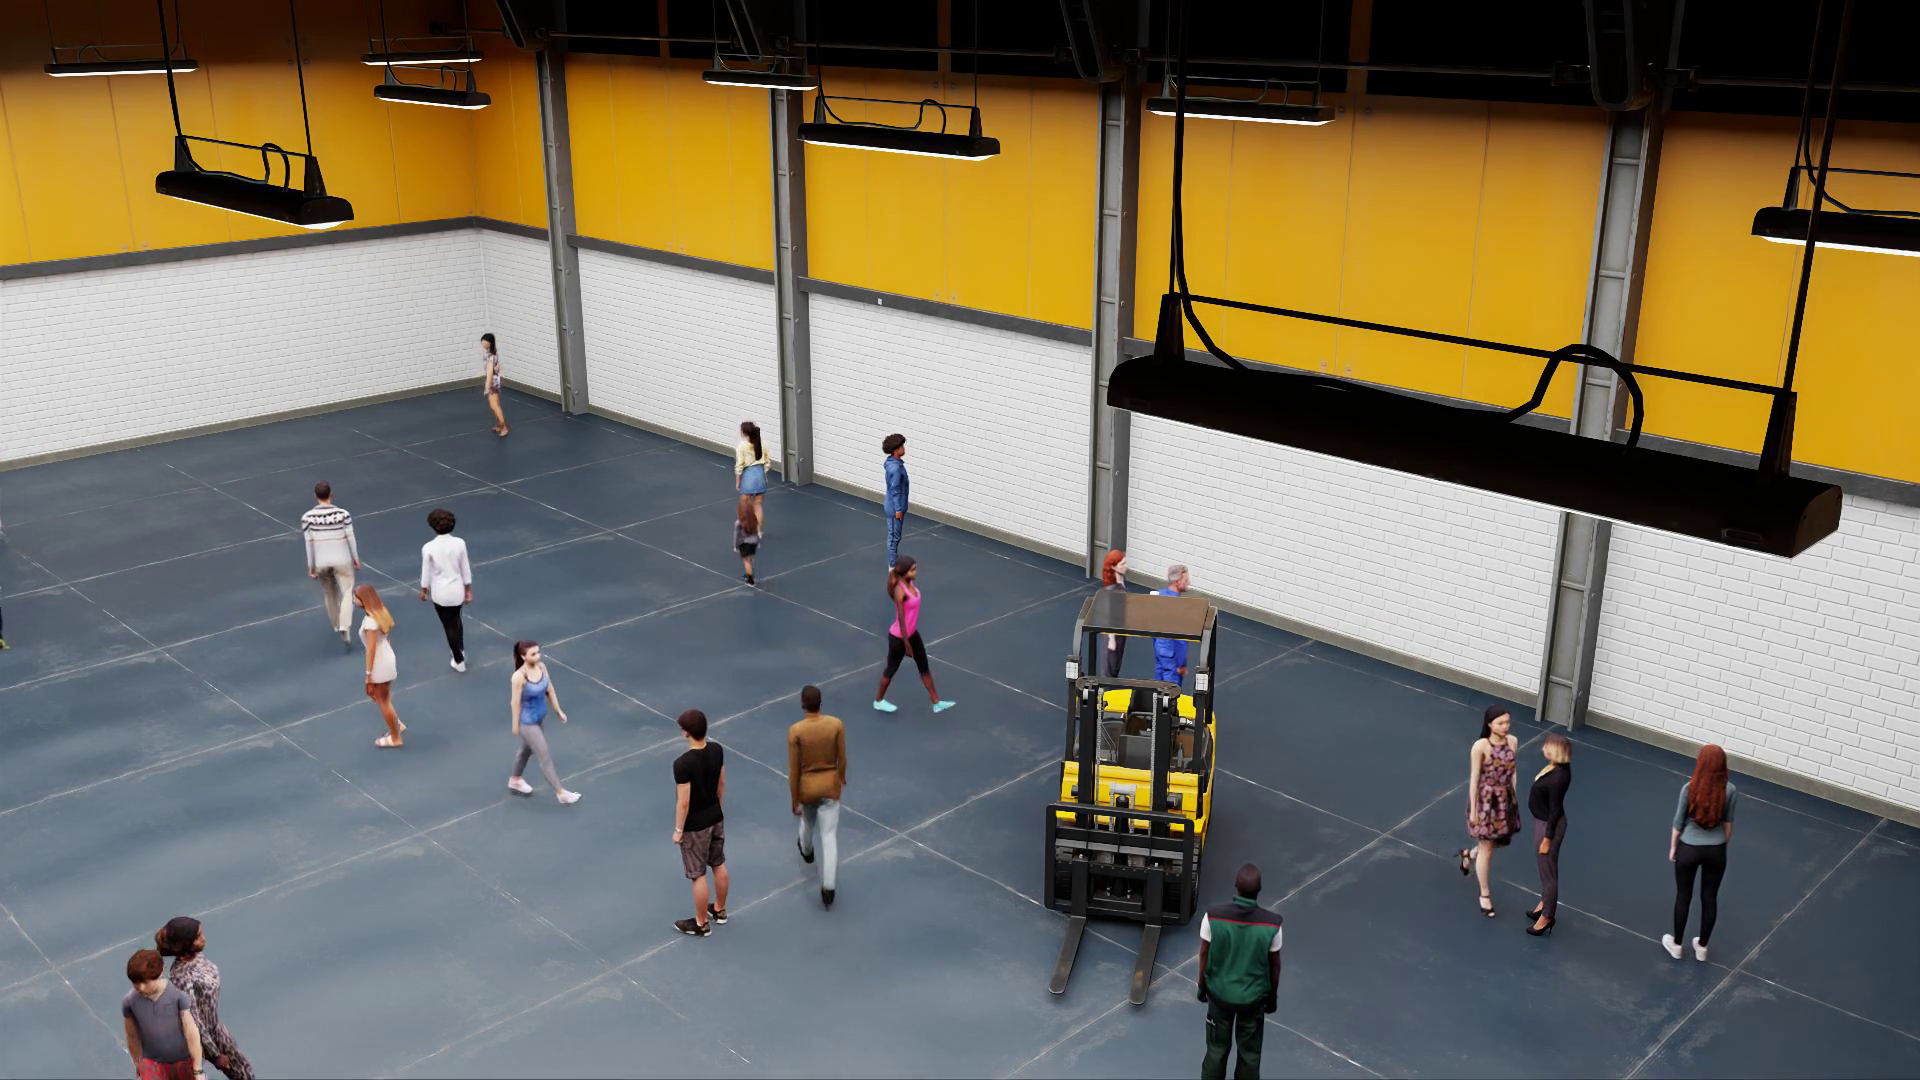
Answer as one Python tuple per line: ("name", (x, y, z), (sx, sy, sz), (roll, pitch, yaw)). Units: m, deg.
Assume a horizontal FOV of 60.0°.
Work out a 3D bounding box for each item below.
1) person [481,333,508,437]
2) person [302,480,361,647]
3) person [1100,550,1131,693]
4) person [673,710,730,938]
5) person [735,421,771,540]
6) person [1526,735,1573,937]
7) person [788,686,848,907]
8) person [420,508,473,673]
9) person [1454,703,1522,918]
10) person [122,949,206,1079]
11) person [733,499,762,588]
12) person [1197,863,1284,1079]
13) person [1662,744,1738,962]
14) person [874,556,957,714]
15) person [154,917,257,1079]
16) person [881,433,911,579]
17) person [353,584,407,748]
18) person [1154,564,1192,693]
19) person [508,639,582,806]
("person", (-7.614, -2.565, 27.153), (0.862, 1.716, 0.705), (0, 19, 0))
("person", (-6.991, 0.269, 18.547), (1.084, 1.836, 1.237), (-4, 19, -11))
("person", (1.542, 0.946, 16.628), (0.629, 1.779, 0.646), (7, 20, 21))
("person", (-1.998, 2.172, 12.863), (0.644, 1.858, 0.713), (12, 22, 33))
("person", (-2.753, -0.800, 22.057), (0.711, 1.622, 0.634), (-8, 20, -22))
("person", (4.579, 2.272, 12.867), (0.648, 1.666, 0.663), (8, 20, 22))
("person", (-1.111, 2.069, 13.304), (1.067, 1.772, 1.257), (-4, 19, -11))
("person", (-5.437, 0.560, 17.755), (0.668, 1.791, 0.766), (-15, 23, -37))
("person", (4.193, 2.101, 13.219), (0.841, 1.766, 0.943), (-7, 20, -21))
("person", (-4.845, 3.172, 10.267), (0.881, 1.620, 1.054), (-6, 19, -17))
("person", (-2.575, 0.043, 20.378), (0.491, 1.097, 0.531), (-16, 25, -40))
("person", (1.784, 2.915, 10.686), (0.746, 1.840, 0.843), (4, 19, 11))
("person", (5.575, 2.352, 12.510), (0.642, 1.742, 0.727), (3, 19, 9))
("person", (-0.650, 0.978, 16.696), (1.167, 1.674, 0.878), (7, 20, 20))
("person", (-4.795, 3.134, 10.306), (1.127, 1.667, 1.095), (-1, 19, -3))
("person", (-0.799, -0.446, 20.706), (0.816, 1.814, 0.754), (0, 19, 0))
("person", (-5.484, 1.209, 15.997), (0.780, 1.683, 0.719), (0, 19, -1))
("person", (2.031, 1.105, 16.083), (0.851, 1.825, 0.699), (-5, 19, -15))
("person", (-3.898, 1.627, 14.944), (1.135, 1.564, 0.856), (7, 20, 20))
